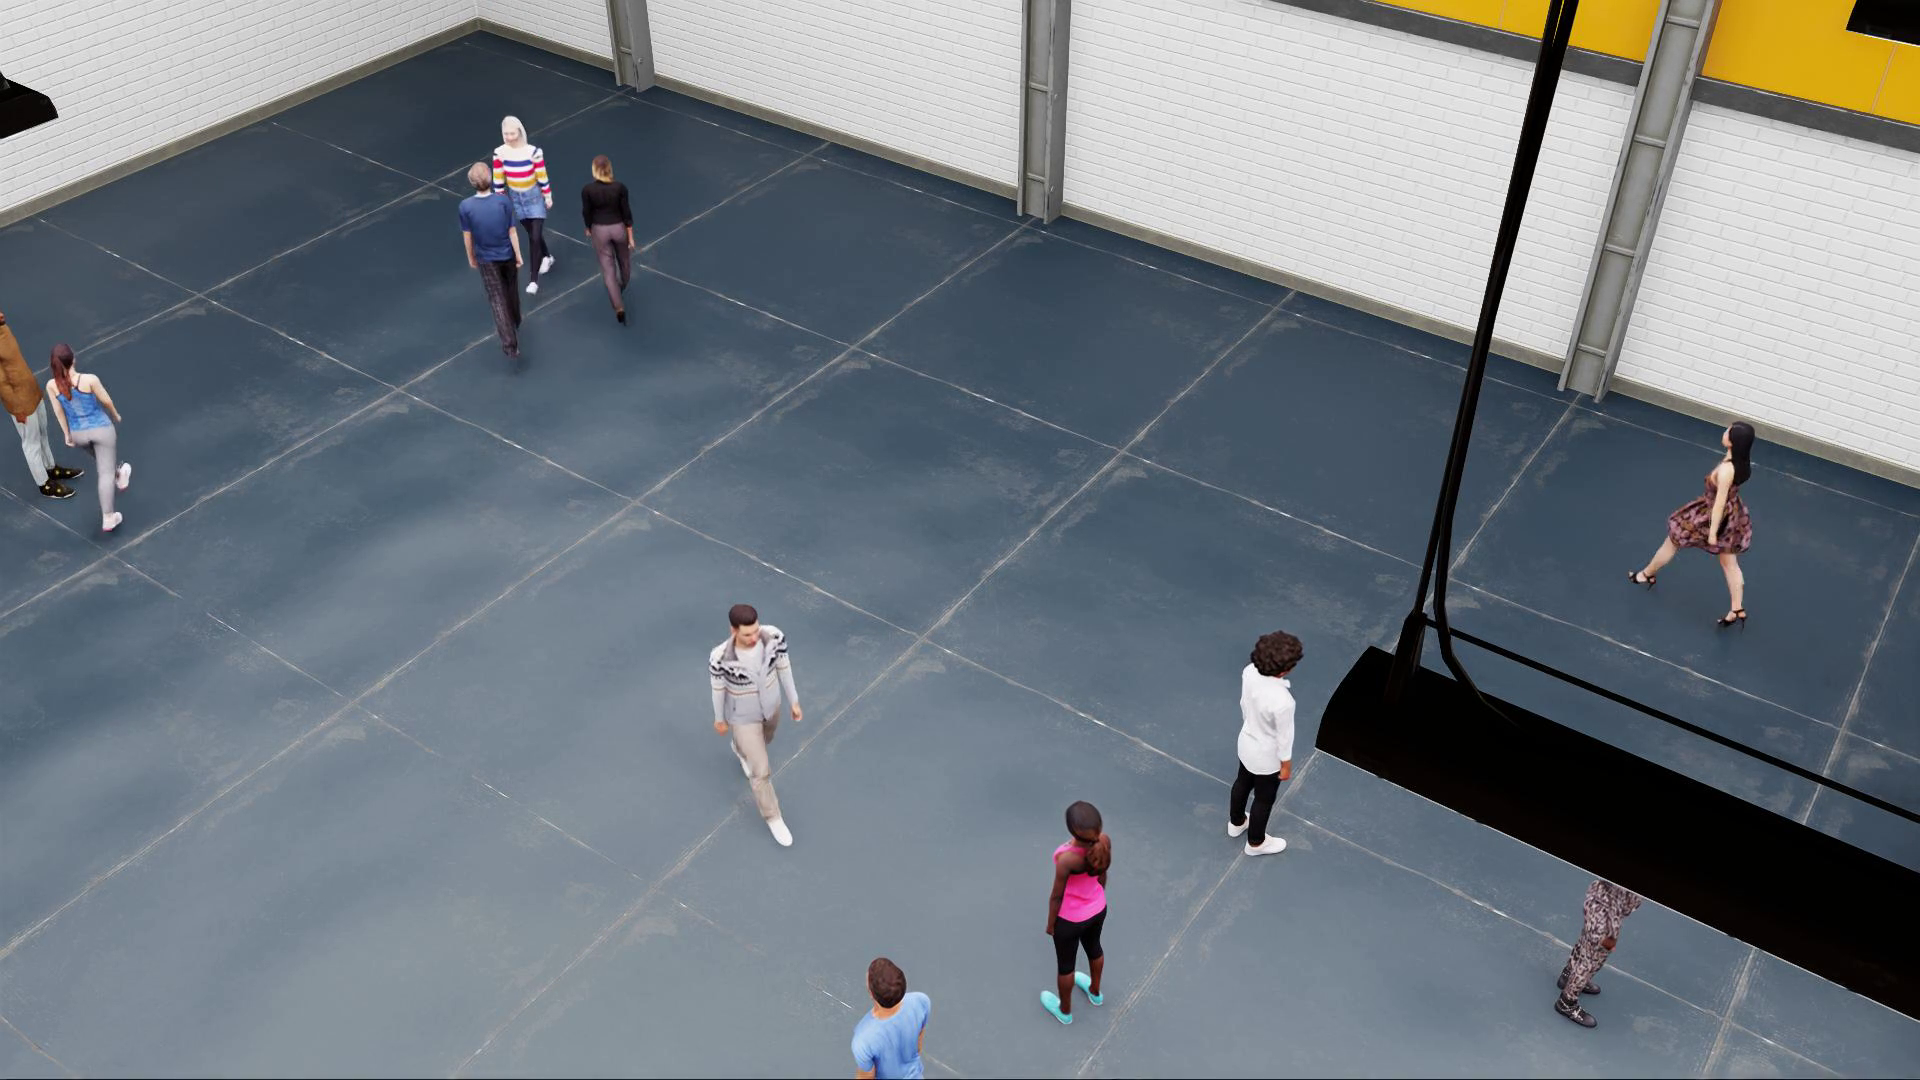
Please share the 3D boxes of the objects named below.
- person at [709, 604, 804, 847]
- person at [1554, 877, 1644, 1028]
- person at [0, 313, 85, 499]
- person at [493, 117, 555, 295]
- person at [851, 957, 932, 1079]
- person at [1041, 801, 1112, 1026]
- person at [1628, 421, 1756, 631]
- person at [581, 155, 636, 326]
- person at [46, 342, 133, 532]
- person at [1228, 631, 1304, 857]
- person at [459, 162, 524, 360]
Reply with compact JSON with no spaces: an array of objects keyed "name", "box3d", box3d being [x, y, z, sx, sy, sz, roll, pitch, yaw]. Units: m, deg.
[{"name":"person","box3d":[-1.384,1.043,10.880,0.939,1.842,1.263,-25,45,-28]},{"name":"person","box3d":[3.737,2.136,9.613,0.626,1.714,0.621,15,41,18]},{"name":"person","box3d":[-7.731,-1.179,13.683,0.767,1.816,0.712,-5,39,-7]},{"name":"person","box3d":[-4.262,-3.368,16.472,1.157,1.755,1.079,4,39,5]},{"name":"person","box3d":[-0.353,2.820,8.636,0.686,1.864,0.624,-30,48,-32]},{"name":"person","box3d":[0.696,2.147,9.593,0.618,1.721,0.635,-25,45,-28]},{"name":"person","box3d":[5.698,-0.087,12.387,0.775,1.726,1.223,-31,48,-33]},{"name":"person","box3d":[-3.322,-2.830,15.893,0.964,1.637,1.090,-12,40,-15]},{"name":"person","box3d":[-7.009,-0.812,13.423,1.066,1.567,1.071,-4,39,-4]},{"name":"person","box3d":[1.935,1.295,10.589,0.783,1.810,0.678,-16,41,-19]},{"name":"person","box3d":[-4.280,-2.539,15.380,1.120,1.822,1.296,-13,40,-16]}]
